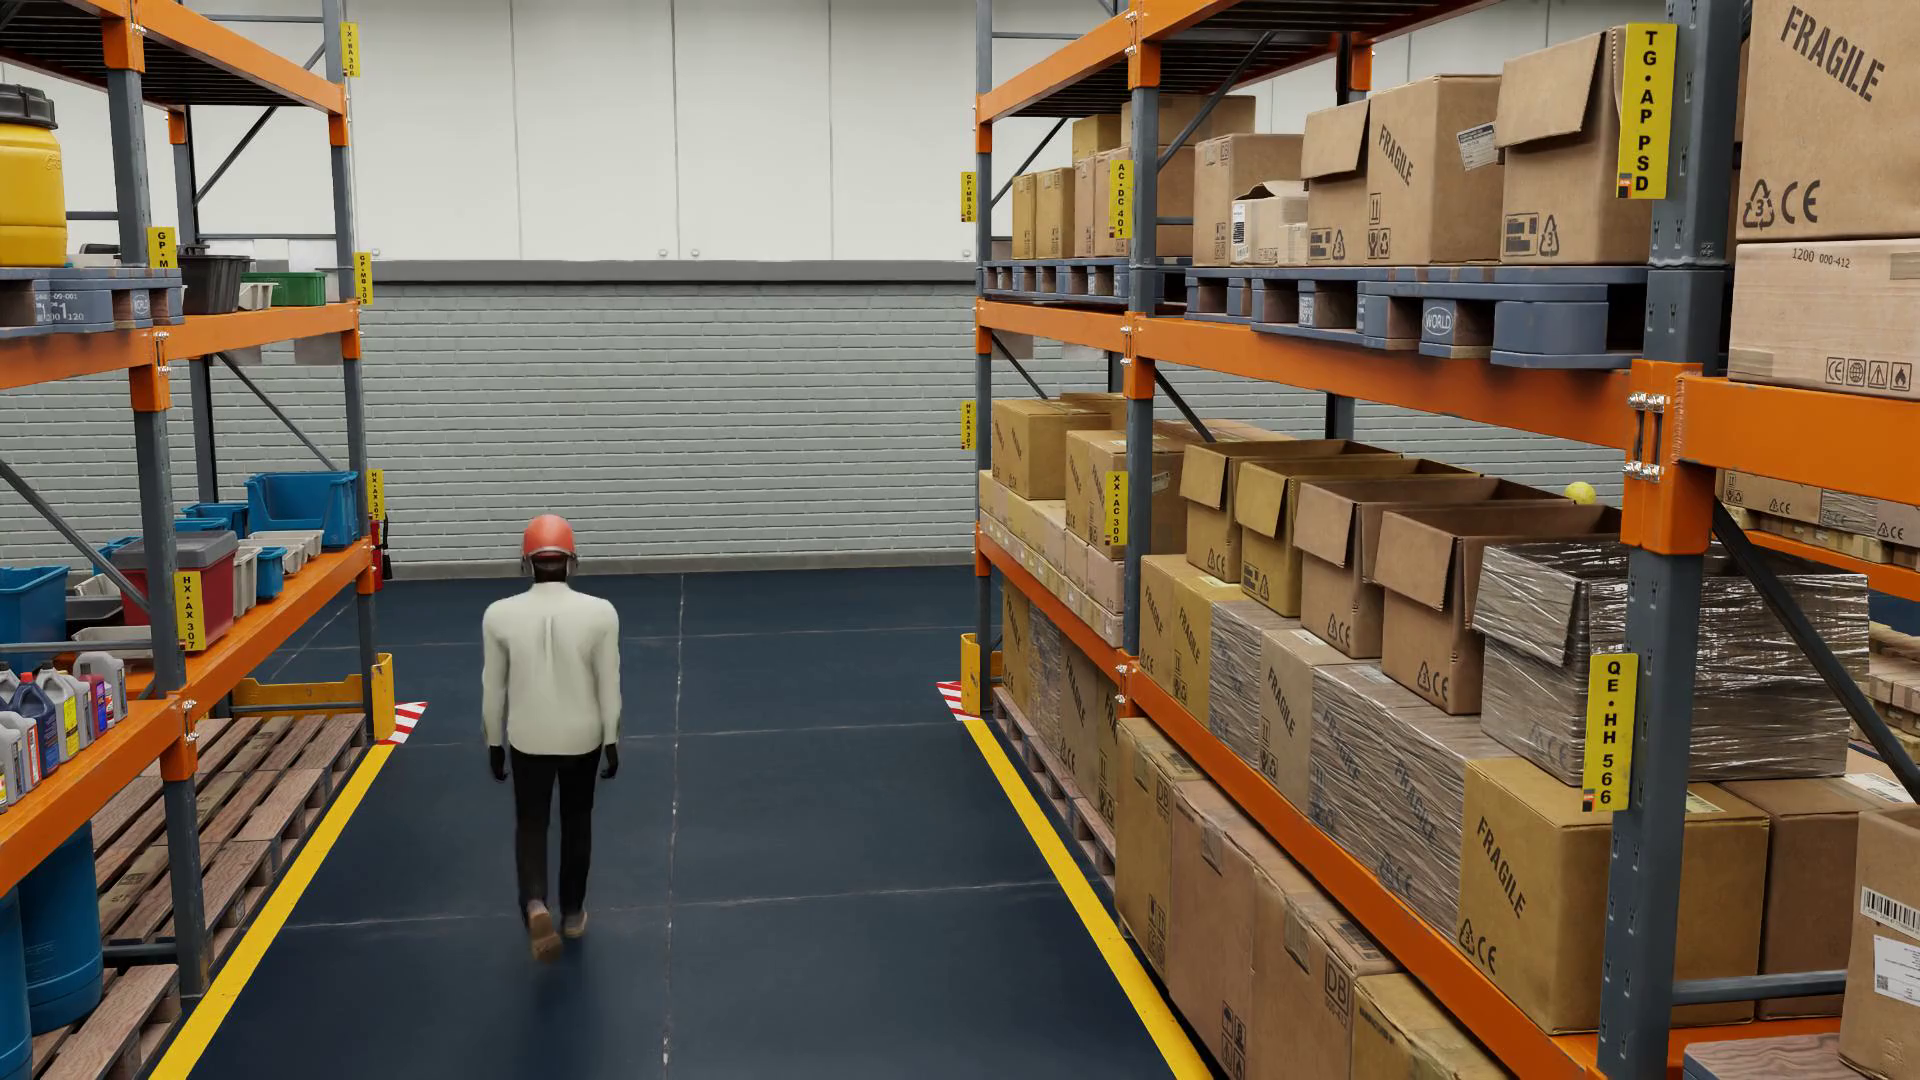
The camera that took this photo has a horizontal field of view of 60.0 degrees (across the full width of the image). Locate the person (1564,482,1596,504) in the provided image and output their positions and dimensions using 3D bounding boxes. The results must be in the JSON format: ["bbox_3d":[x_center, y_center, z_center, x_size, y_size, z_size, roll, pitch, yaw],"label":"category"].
[{"bbox_3d":[3.790,0.507,10.283,0.484,1.745,0.297,0,9,-1],"label":"person"}]

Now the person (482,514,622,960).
[{"bbox_3d":[-1.794,0.876,7.341,0.609,1.972,0.771,-2,9,-11],"label":"person"}]
